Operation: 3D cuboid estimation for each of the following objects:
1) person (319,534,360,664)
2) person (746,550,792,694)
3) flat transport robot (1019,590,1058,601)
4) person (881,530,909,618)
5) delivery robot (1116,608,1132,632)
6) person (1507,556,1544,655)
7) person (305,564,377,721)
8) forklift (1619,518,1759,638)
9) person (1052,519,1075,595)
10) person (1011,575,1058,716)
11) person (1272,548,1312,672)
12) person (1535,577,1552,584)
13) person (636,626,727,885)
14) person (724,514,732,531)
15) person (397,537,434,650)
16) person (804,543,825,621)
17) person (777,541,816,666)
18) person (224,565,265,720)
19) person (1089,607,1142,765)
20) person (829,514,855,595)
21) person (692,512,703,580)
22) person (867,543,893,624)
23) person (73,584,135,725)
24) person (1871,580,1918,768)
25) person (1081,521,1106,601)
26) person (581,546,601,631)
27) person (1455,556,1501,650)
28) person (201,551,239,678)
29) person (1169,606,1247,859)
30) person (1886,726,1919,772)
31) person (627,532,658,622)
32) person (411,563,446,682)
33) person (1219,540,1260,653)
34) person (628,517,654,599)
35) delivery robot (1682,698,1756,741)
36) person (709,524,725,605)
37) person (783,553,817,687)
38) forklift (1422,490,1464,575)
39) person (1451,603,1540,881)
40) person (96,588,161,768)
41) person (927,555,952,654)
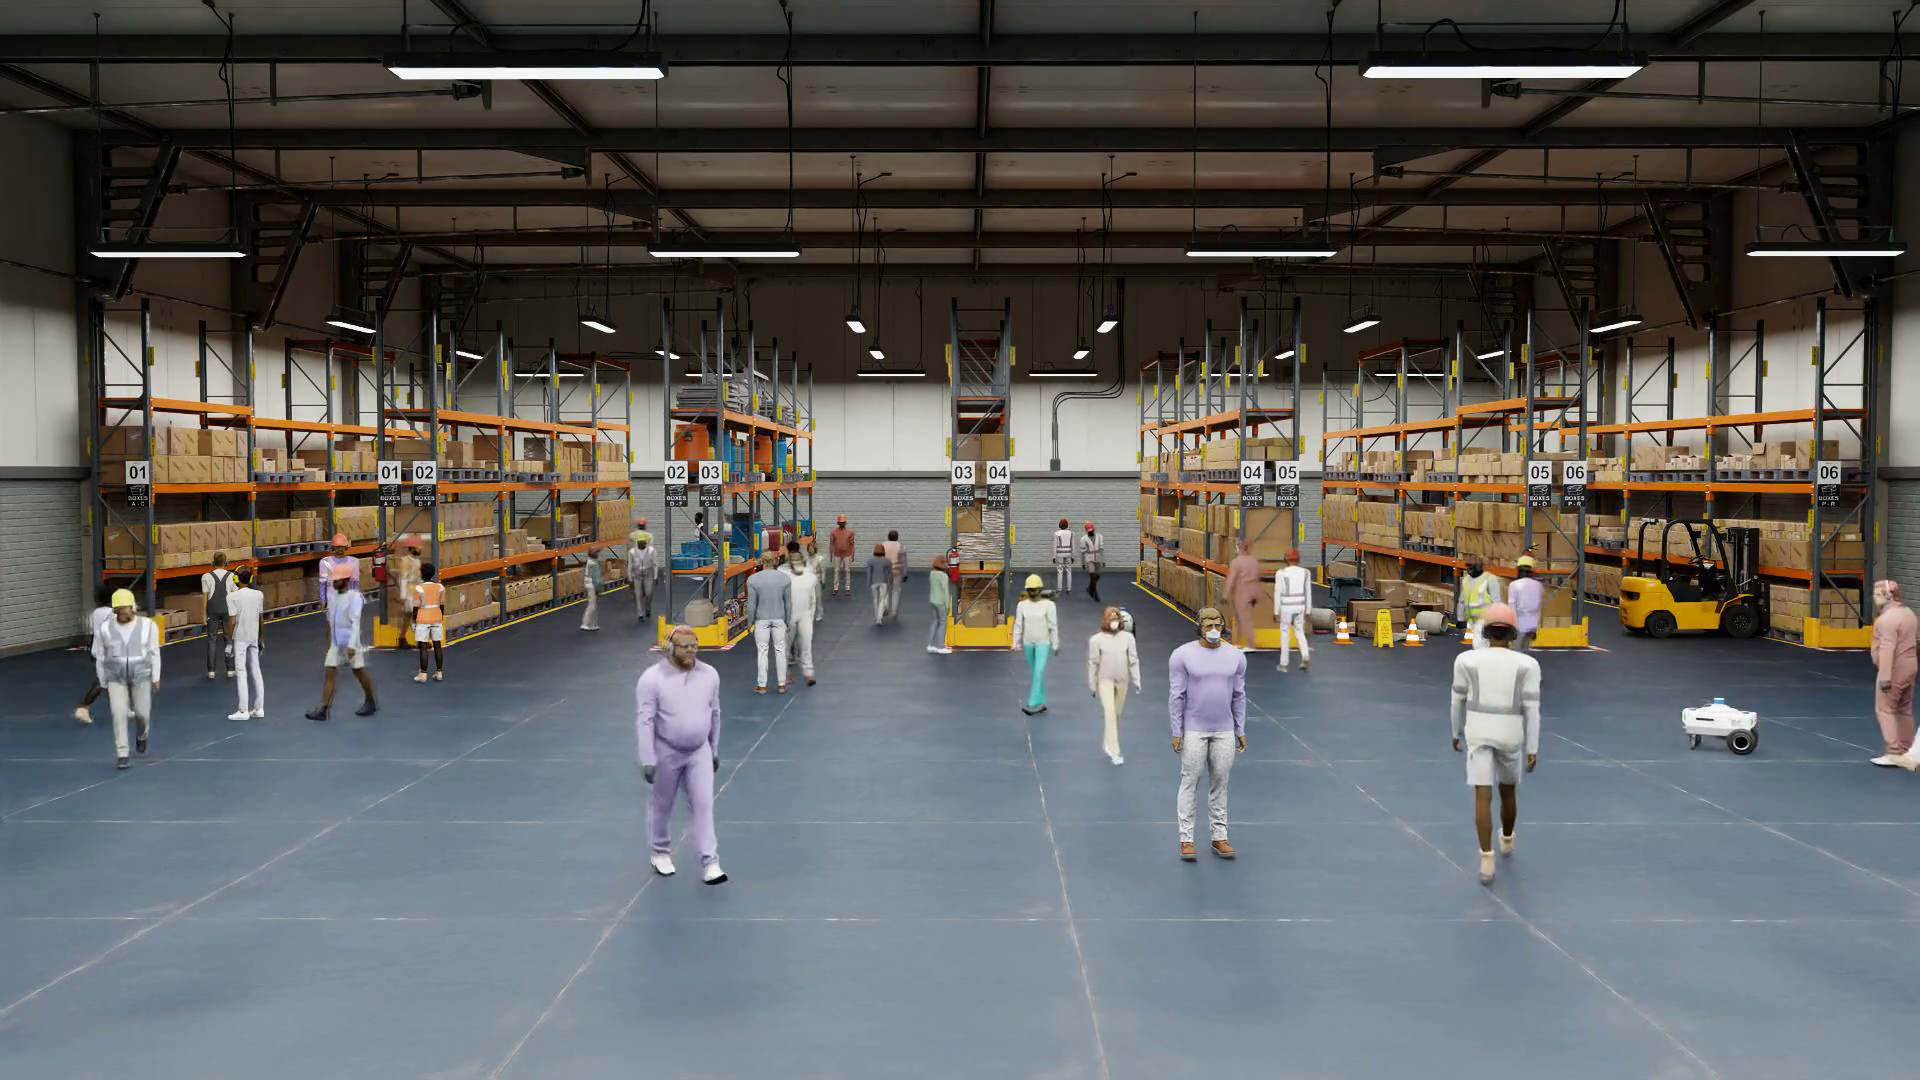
[{"bbox_3d":[-9.657,0.921,25.168,0.614,2.042,0.373,-2,3,-34],"label":"person"},{"bbox_3d":[-2.582,1.107,21.851,0.627,1.935,0.371,-1,2,-18],"label":"person"},{"bbox_3d":[1.854,1.303,38.067,0.652,0.197,1.431,1,2,14],"label":"flat transport robot"},{"bbox_3d":[-1.391,0.701,33.380,0.665,1.828,0.499,0,2,1],"label":"person"},{"bbox_3d":[2.939,1.467,29.246,0.477,0.478,0.707,0,2,3],"label":"delivery robot"},{"bbox_3d":[7.492,1.153,21.319,0.612,1.885,0.554,-1,3,-27],"label":"person"},{"bbox_3d":[-7.452,1.225,19.548,0.566,1.884,1.014,1,3,28],"label":"person"},{"bbox_3d":[13.417,0.684,29.791,2.313,2.155,1.214,0,2,0],"label":"forklift"},{"bbox_3d":[2.580,0.411,40.058,0.576,1.881,0.339,-1,2,-21],"label":"person"},{"bbox_3d":[0.895,1.294,19.808,0.545,1.720,0.902,1,3,31],"label":"person"},{"bbox_3d":[4.962,1.046,24.119,0.584,1.876,0.637,-1,2,-16],"label":"person"},{"bbox_3d":[11.515,0.698,32.186,0.639,1.924,0.588,0,2,-4],"label":"person"},{"bbox_3d":[-2.007,1.548,11.688,0.671,1.850,0.985,-1,3,-30],"label":"person"},{"bbox_3d":[-6.724,0.171,46.873,0.631,1.820,0.396,2,3,40],"label":"person"},{"bbox_3d":[-9.118,0.905,27.212,0.857,1.901,0.567,0,2,3],"label":"person"},{"bbox_3d":[-2.934,0.853,32.376,0.524,1.598,0.859,0,2,11],"label":"person"},{"bbox_3d":[-2.579,0.968,25.421,0.610,1.937,0.931,0,2,-6],"label":"person"},{"bbox_3d":[-8.647,1.232,19.505,0.325,1.871,0.516,1,3,29],"label":"person"},{"bbox_3d":[1.581,1.478,16.708,0.499,1.594,0.846,-1,2,-17],"label":"person"},{"bbox_3d":[-2.911,0.362,39.852,0.624,1.991,0.390,0,2,0],"label":"person"},{"bbox_3d":[-7.342,0.169,45.620,0.391,1.922,0.593,-1,2,-23],"label":"person"},{"bbox_3d":[-1.594,0.866,31.906,0.509,1.607,0.717,0,2,5],"label":"person"},{"bbox_3d":[-10.186,1.349,19.200,0.542,1.662,0.852,1,3,31],"label":"person"},{"bbox_3d":[9.477,1.352,16.400,0.681,1.890,0.406,-2,3,-38],"label":"person"},{"bbox_3d":[3.128,0.482,38.277,0.592,1.880,0.827,0,2,-12],"label":"person"},{"bbox_3d":[-6.976,0.918,30.533,0.393,1.614,0.636,-1,2,-17],"label":"person"},{"bbox_3d":[7.242,1.131,22.717,0.733,1.810,0.646,-1,2,-22],"label":"person"},{"bbox_3d":[-10.797,1.086,23.579,0.505,1.840,0.329,-1,3,-29],"label":"person"},{"bbox_3d":[1.919,1.477,12.463,0.627,1.940,0.372,0,2,-11],"label":"person"},{"bbox_3d":[9.450,1.418,15.691,0.917,1.797,0.637,2,3,40],"label":"person"},{"bbox_3d":[-6.394,0.739,32.518,0.621,1.819,0.425,0,2,-9],"label":"person"},{"bbox_3d":[-7.602,1.175,23.077,0.318,1.697,0.535,2,3,40],"label":"person"},{"bbox_3d":[4.630,0.940,26.962,0.904,1.853,0.662,2,3,44],"label":"person"},{"bbox_3d":[-7.574,0.439,38.302,0.624,1.967,0.851,0,2,0],"label":"person"},{"bbox_3d":[8.134,1.941,17.314,0.707,0.478,0.477,1,2,28],"label":"delivery robot"},{"bbox_3d":[-5.530,0.563,36.760,0.590,1.837,0.404,-1,2,-17],"label":"person"},{"bbox_3d":[-2.285,1.107,22.551,0.647,1.868,1.080,-1,3,-28],"label":"person"},{"bbox_3d":[13.926,-0.371,47.846,1.873,2.768,1.129,0,2,0],"label":"forklift"},{"bbox_3d":[3.990,1.464,12.056,0.619,1.987,1.058,1,2,16],"label":"person"},{"bbox_3d":[-8.465,1.382,16.443,0.596,1.807,0.615,-1,3,-25],"label":"person"},{"bbox_3d":[-0.342,1.064,26.710,0.326,1.627,0.530,-2,3,-35],"label":"person"}]
